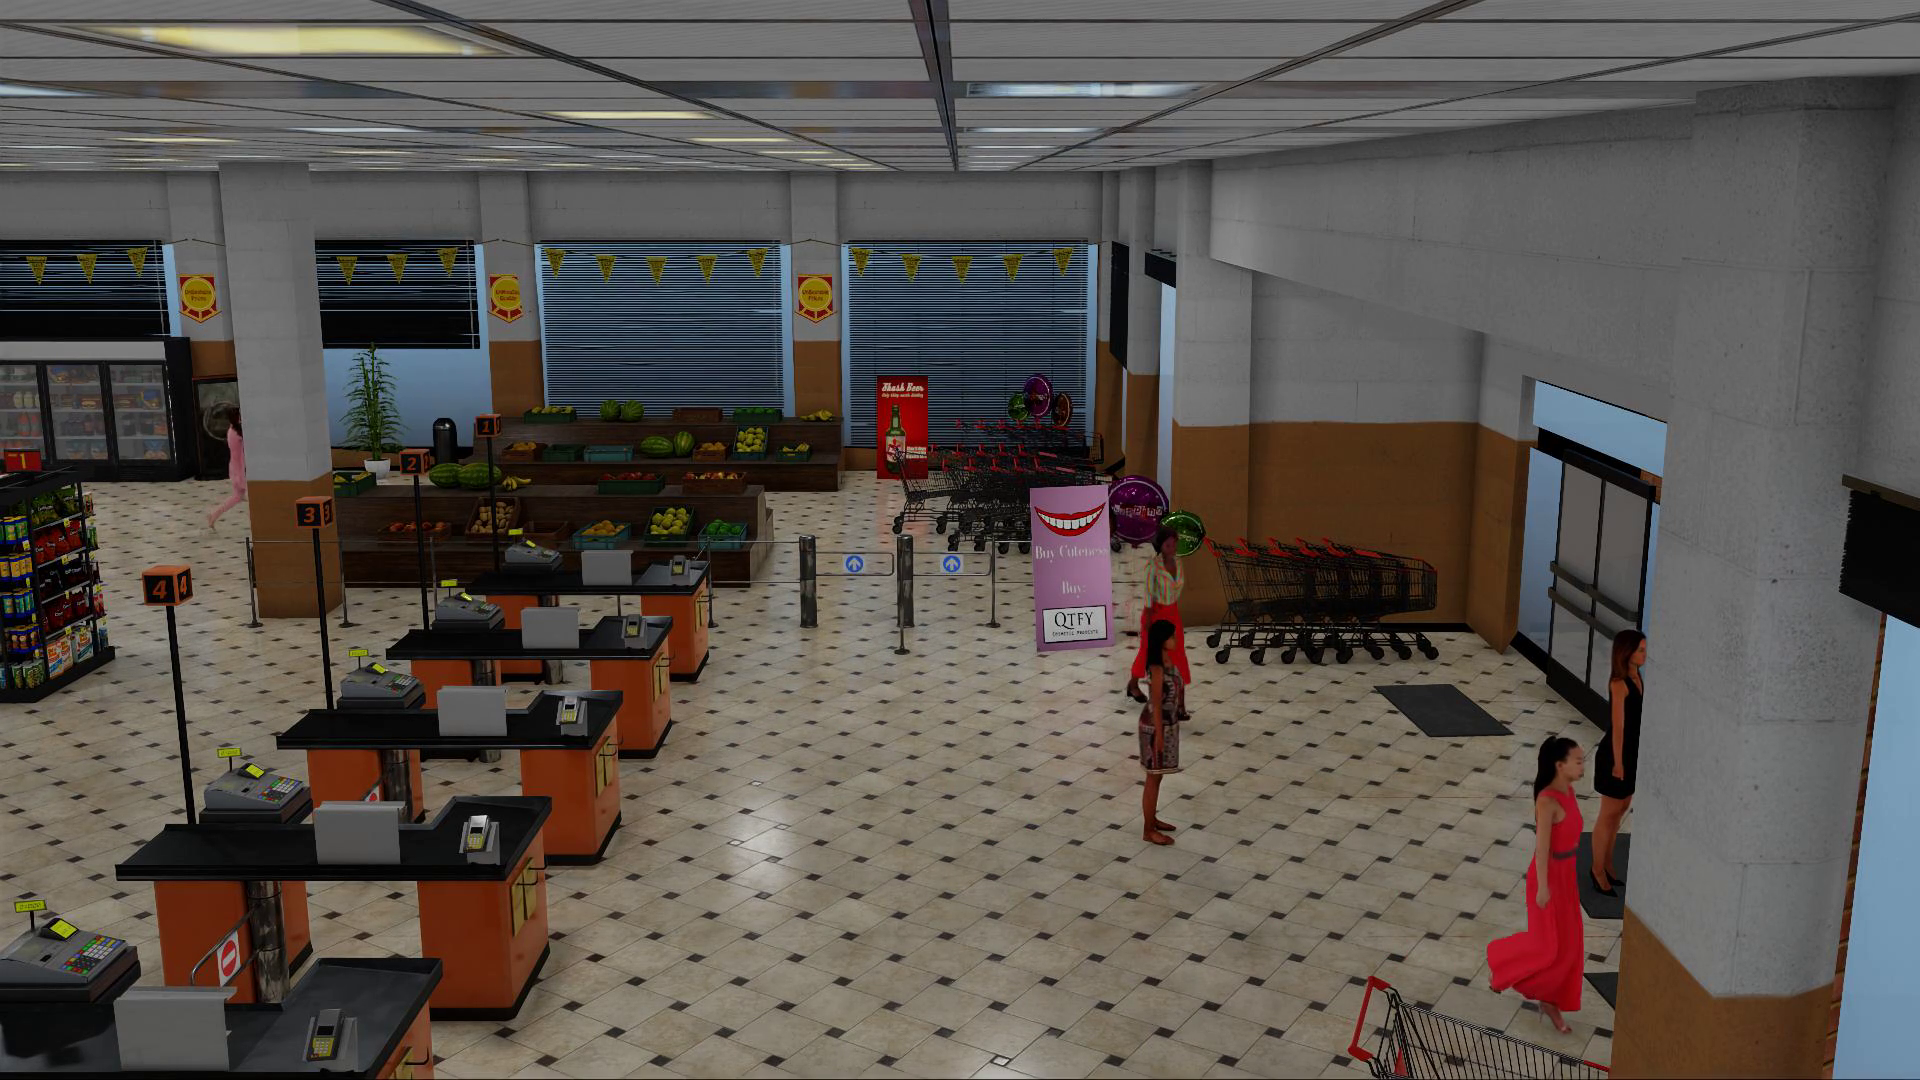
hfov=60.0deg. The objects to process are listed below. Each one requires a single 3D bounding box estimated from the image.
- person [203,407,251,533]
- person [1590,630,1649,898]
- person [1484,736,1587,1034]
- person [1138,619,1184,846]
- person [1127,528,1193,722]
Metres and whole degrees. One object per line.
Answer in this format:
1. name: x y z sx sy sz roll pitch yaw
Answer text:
1. person: -9.938 -0.903 22.751 1.168 1.775 0.874 -4 13 -19
2. person: 4.457 1.497 11.213 0.703 1.834 0.667 9 15 36
3. person: 3.277 1.936 9.414 0.922 1.717 0.855 11 16 42
4. person: 1.456 1.382 12.219 0.620 1.645 0.701 3 12 13
5. person: 1.766 0.758 14.992 1.204 1.723 1.089 -8 14 -33
